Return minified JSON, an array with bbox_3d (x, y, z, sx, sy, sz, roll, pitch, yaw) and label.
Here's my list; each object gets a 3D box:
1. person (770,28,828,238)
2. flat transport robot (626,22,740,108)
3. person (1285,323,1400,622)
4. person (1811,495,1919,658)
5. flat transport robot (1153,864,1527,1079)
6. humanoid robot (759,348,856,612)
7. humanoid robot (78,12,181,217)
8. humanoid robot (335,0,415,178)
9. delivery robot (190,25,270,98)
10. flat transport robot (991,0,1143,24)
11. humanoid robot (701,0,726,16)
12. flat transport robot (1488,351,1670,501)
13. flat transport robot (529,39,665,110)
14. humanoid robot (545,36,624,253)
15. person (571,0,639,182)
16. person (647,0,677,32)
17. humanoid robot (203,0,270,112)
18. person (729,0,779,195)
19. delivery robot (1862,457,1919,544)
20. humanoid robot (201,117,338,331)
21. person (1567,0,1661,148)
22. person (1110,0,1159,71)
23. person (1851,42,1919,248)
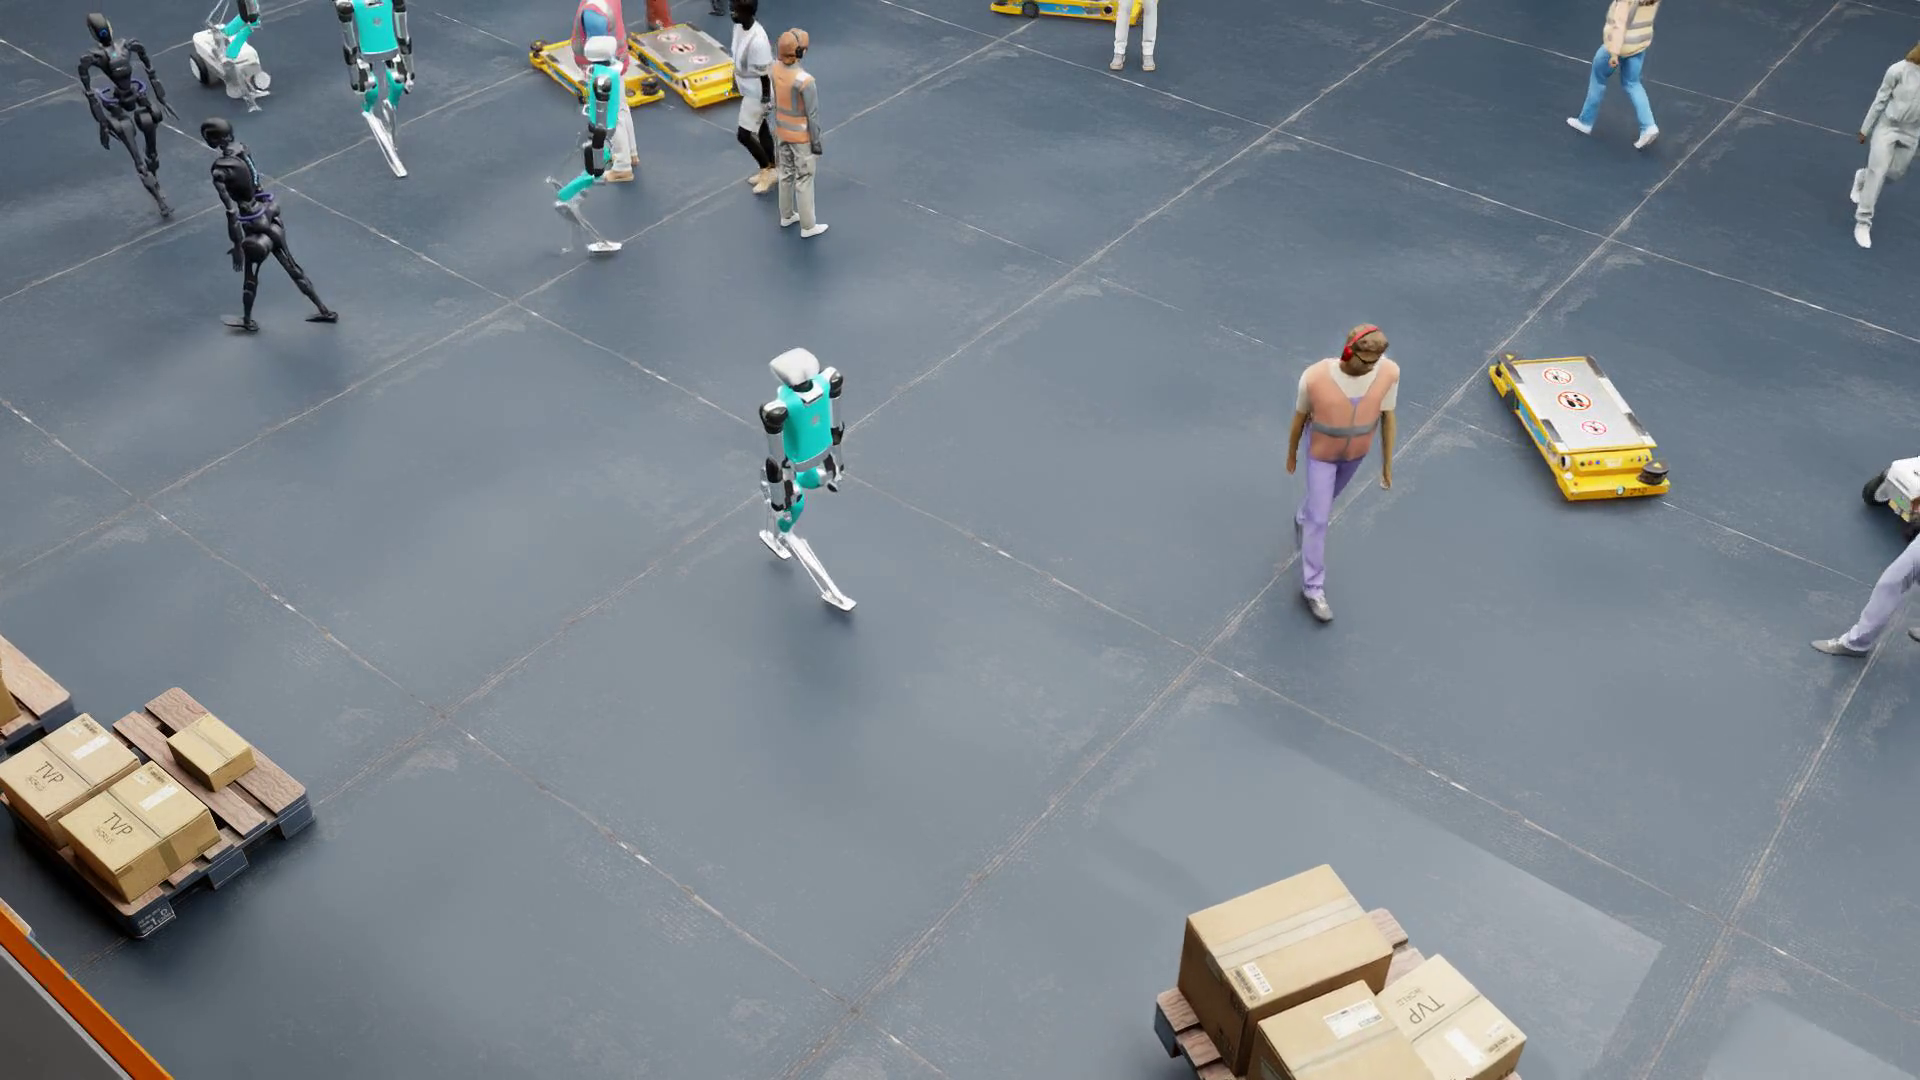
[{"bbox_3d":[-1.239,-3.086,12.655,0.313,1.629,0.509,-28,48,-29],"label":"person"},{"bbox_3d":[-2.479,-4.371,15.220,0.659,0.231,1.431,-24,46,-26],"label":"flat transport robot"},{"bbox_3d":[2.153,-0.509,9.505,0.562,1.786,0.930,-8,41,-9],"label":"person"},{"bbox_3d":[5.342,-0.070,8.973,0.769,1.817,0.617,17,43,19],"label":"person"},{"bbox_3d":[1.590,2.363,7.298,0.659,0.231,1.431,-16,43,-18],"label":"flat transport robot"},{"bbox_3d":[-1.009,-0.410,9.457,1.047,1.757,0.556,33,50,32],"label":"humanoid robot"},{"bbox_3d":[-6.405,-3.323,12.925,0.613,1.630,0.765,-33,50,-33],"label":"humanoid robot"},{"bbox_3d":[-4.723,-3.777,13.459,0.552,1.872,0.831,-23,45,-25],"label":"humanoid robot"},{"bbox_3d":[-6.591,-4.344,14.980,0.520,0.611,0.783,-29,48,-30],"label":"delivery robot"},{"bbox_3d":[1.068,-5.344,16.365,1.431,0.231,0.659,9,41,10],"label":"flat transport robot"},{"bbox_3d":[-2.481,-5.829,15.859,0.394,1.642,0.613,16,43,18],"label":"humanoid robot"},{"bbox_3d":[4.078,-0.786,11.002,0.659,0.231,1.431,-5,41,-5],"label":"flat transport robot"},{"bbox_3d":[-3.308,-4.247,15.074,0.659,0.231,1.431,-25,46,-27],"label":"flat transport robot"},{"bbox_3d":[-2.798,-2.804,12.318,0.781,1.881,0.530,-1,40,-1],"label":"humanoid robot"},{"bbox_3d":[-2.860,-3.773,13.315,0.431,1.836,0.628,0,40,0],"label":"person"},{"bbox_3d":[-2.731,-5.473,15.292,0.881,1.848,0.549,30,49,30],"label":"person"},{"bbox_3d":[-6.281,-4.568,14.342,0.783,1.803,0.551,-13,42,-15],"label":"humanoid robot"},{"bbox_3d":[-1.648,-3.546,13.158,0.410,1.686,0.546,-14,42,-16],"label":"person"},{"bbox_3d":[6.068,-0.326,10.235,0.788,0.587,0.499,-9,41,-10],"label":"delivery robot"},{"bbox_3d":[-4.938,-2.192,11.600,0.777,1.622,0.601,2,40,2],"label":"humanoid robot"},{"bbox_3d":[5.596,-4.091,13.793,0.502,1.698,0.762,-18,44,-20],"label":"person"},{"bbox_3d":[1.628,-5.130,14.867,0.583,1.882,0.337,3,40,4],"label":"person"},{"bbox_3d":[7.124,-3.149,12.663,0.491,1.708,0.699,3,40,3],"label":"person"}]
